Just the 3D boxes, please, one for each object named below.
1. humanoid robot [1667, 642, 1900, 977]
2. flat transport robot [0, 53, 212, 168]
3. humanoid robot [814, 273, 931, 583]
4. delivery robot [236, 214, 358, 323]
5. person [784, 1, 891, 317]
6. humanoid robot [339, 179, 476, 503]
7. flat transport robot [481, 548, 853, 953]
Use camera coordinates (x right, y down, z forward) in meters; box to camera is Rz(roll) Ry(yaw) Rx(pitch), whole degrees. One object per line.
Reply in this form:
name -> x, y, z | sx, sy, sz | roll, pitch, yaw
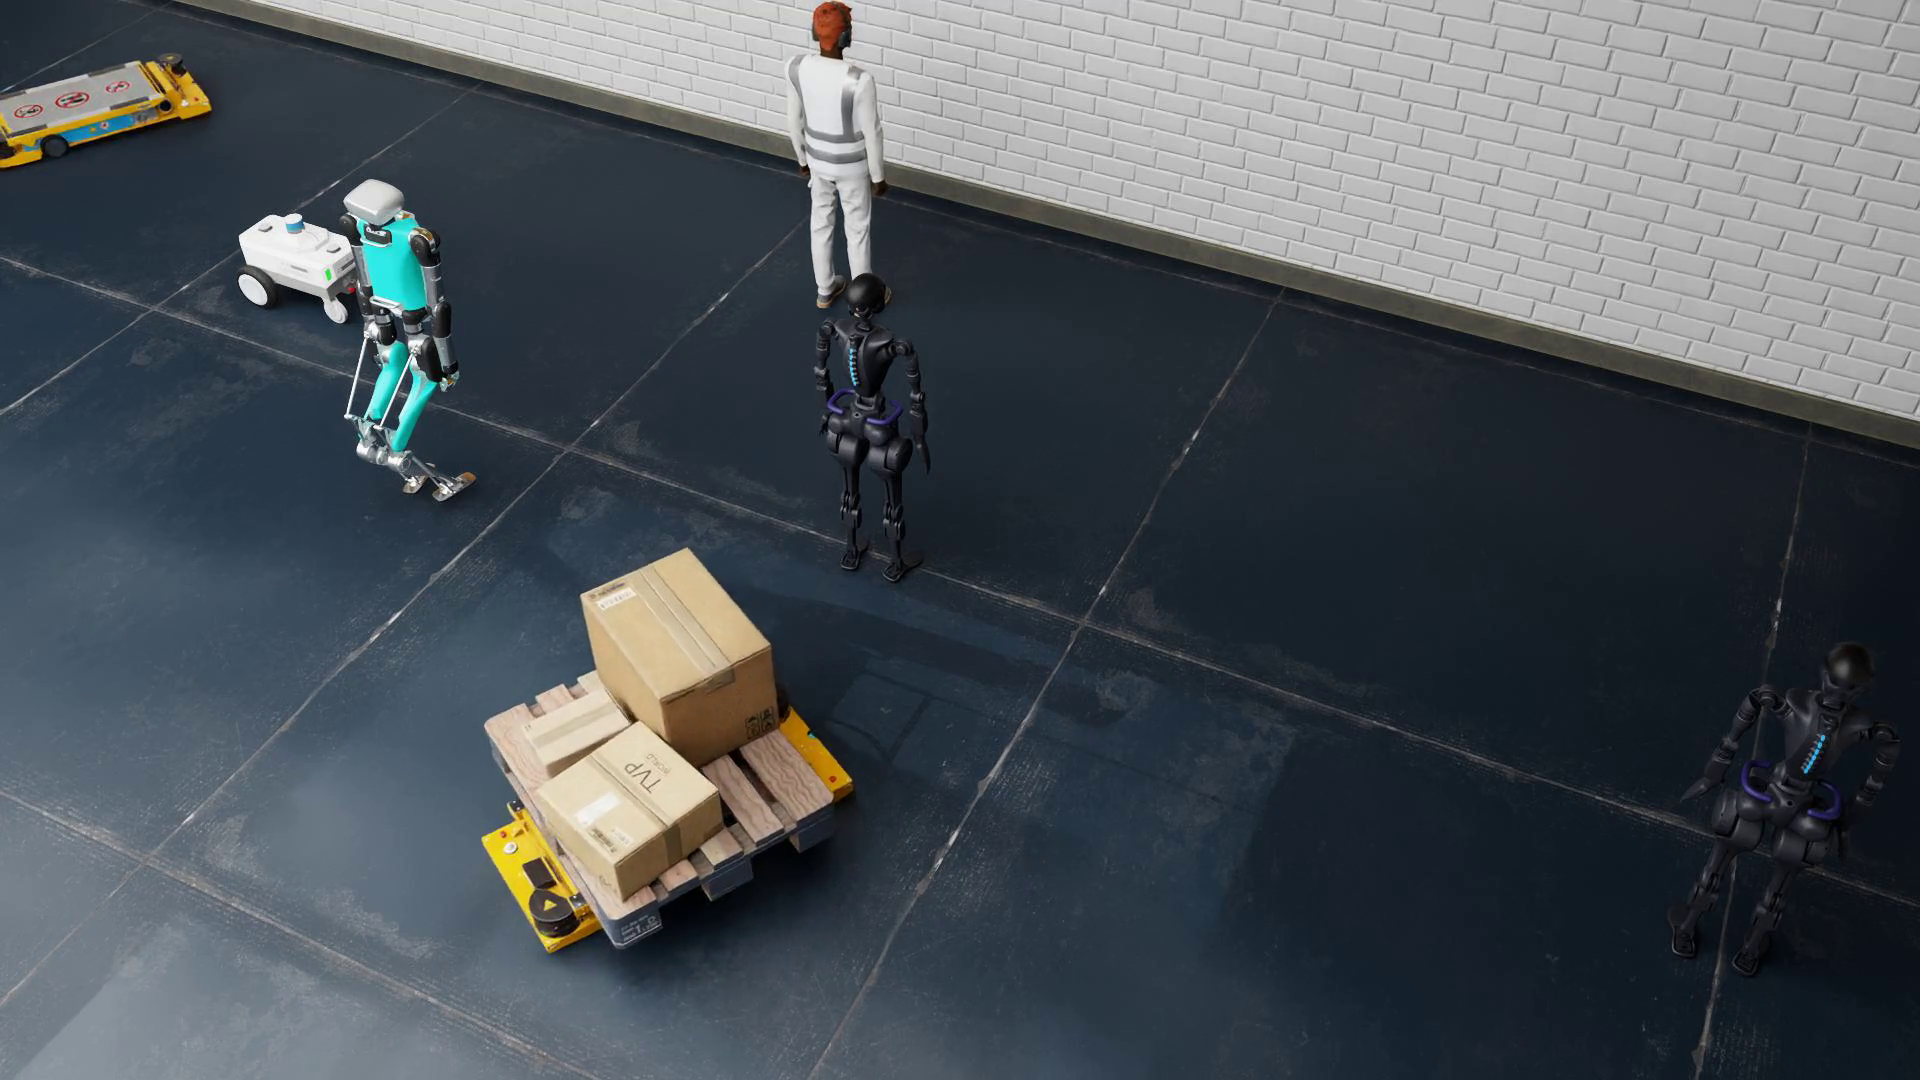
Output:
humanoid robot -> 3.011, 0.990, 6.143 | 0.599, 1.653, 0.315 | 18, 46, 19
flat transport robot -> -5.988, -2.957, 11.446 | 1.431, 0.231, 0.659 | -26, 49, -25
humanoid robot -> -0.426, -0.523, 7.773 | 0.599, 1.657, 0.315 | 18, 46, 19
delivery robot -> -3.861, -1.653, 9.807 | 0.739, 0.566, 0.499 | 18, 46, 19
person -> -0.672, -2.114, 9.347 | 0.572, 1.887, 0.356 | 18, 46, 19
humanoid robot -> -2.759, -0.844, 7.987 | 0.533, 1.677, 0.735 | 18, 46, 19
flat transport robot -> -1.230, 1.132, 7.034 | 1.431, 0.231, 0.659 | -26, 49, -25
